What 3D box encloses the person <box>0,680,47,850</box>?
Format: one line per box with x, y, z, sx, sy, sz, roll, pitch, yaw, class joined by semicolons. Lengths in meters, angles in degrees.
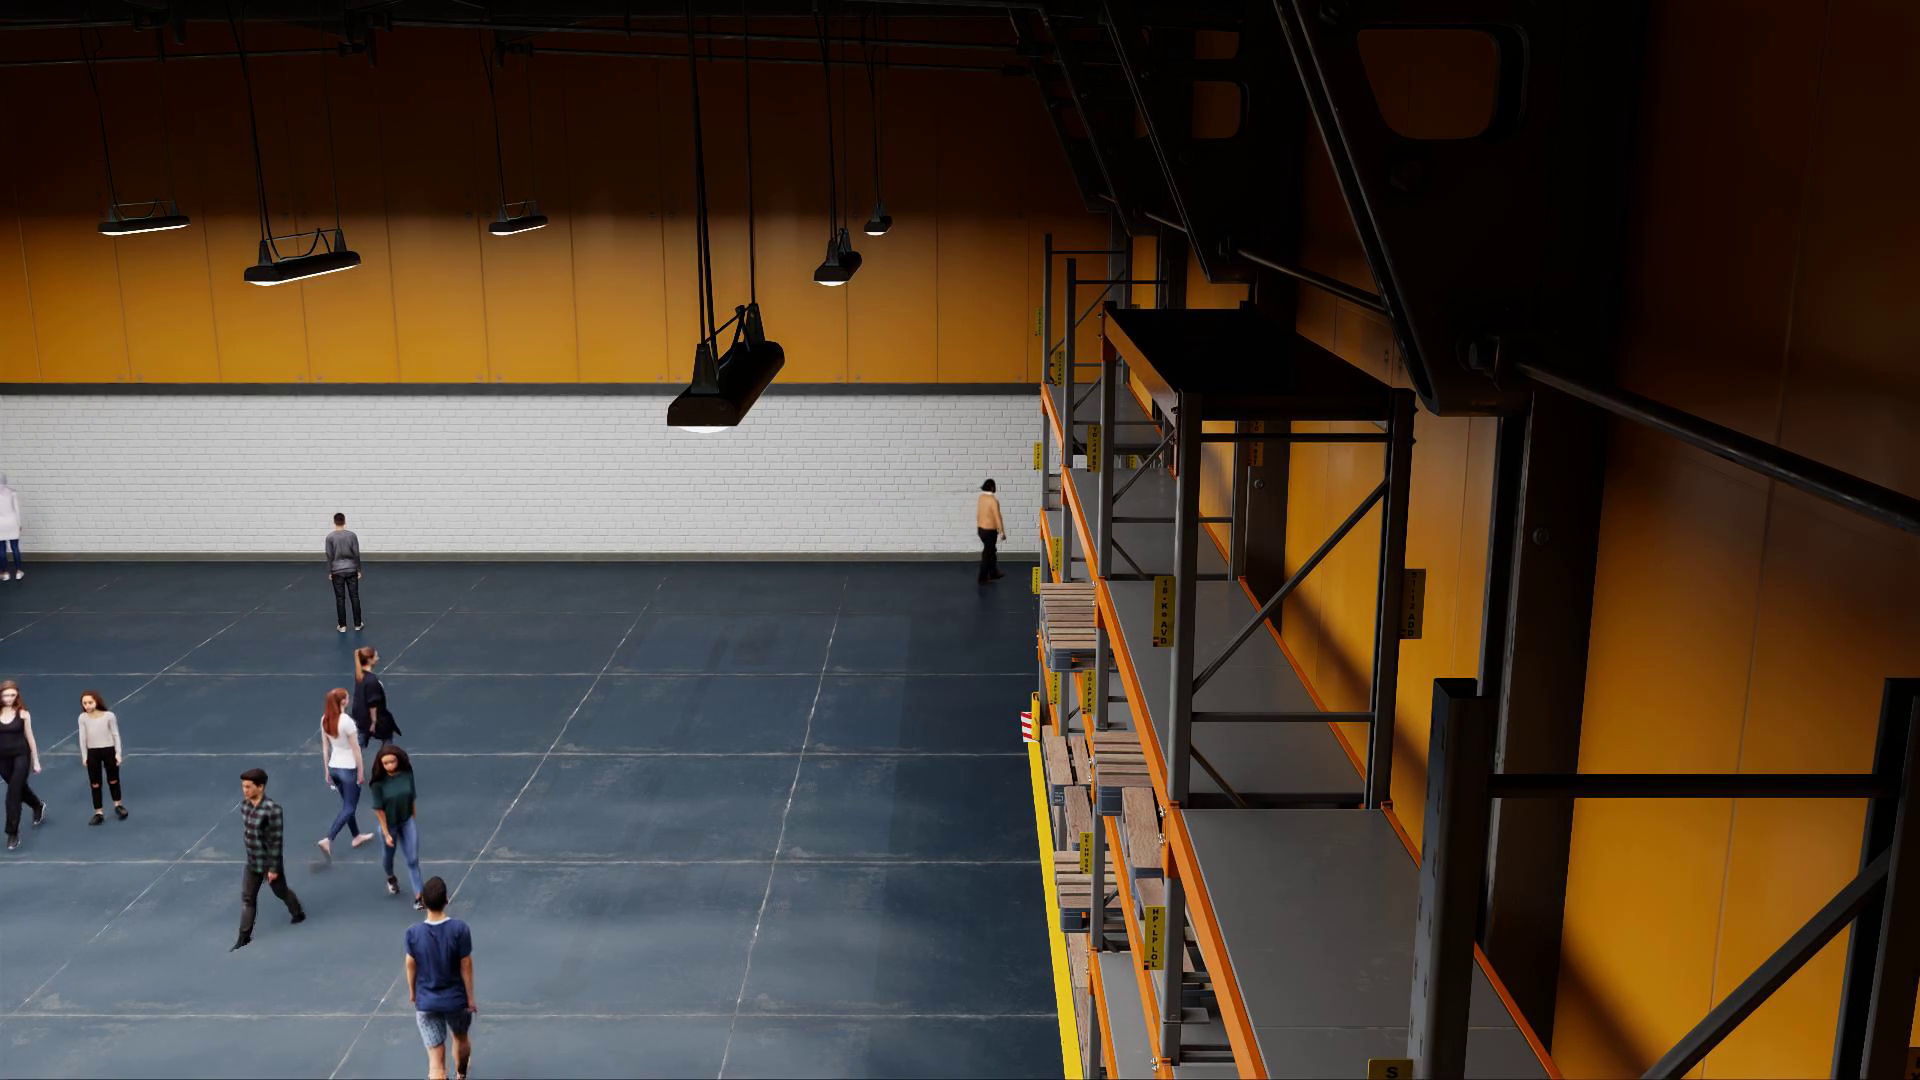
-9.689;2.247;17.096;0.795;1.698;1.179;-3;14;-11;person

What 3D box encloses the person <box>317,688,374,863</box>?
-6.216;2.352;16.617;0.829;1.720;1.104;5;15;21;person

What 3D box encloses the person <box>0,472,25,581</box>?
-15.599;-0.238;27.203;0.694;1.772;0.699;-7;15;-26;person

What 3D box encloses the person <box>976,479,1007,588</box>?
0.391;-0.103;26.724;0.953;1.735;0.939;-8;16;-29;person

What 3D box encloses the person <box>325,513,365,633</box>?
-9.013;0.462;24.336;0.692;1.760;0.669;-6;15;-24;person

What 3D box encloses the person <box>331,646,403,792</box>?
-6.564;2.002;18.224;1.108;1.643;1.204;11;18;39;person

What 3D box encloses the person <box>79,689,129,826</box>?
-9.042;2.249;17.574;0.653;1.470;0.751;-6;15;-23;person

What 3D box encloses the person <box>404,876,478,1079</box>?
-3.775;3.404;12.101;0.818;1.801;1.172;-3;14;-13;person

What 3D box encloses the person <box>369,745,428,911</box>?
-5.334;2.676;15.619;1.038;1.560;1.204;-10;17;-36;person

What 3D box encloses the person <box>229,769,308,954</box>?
-6.256;2.862;15.081;0.992;1.682;1.180;7;15;26;person
